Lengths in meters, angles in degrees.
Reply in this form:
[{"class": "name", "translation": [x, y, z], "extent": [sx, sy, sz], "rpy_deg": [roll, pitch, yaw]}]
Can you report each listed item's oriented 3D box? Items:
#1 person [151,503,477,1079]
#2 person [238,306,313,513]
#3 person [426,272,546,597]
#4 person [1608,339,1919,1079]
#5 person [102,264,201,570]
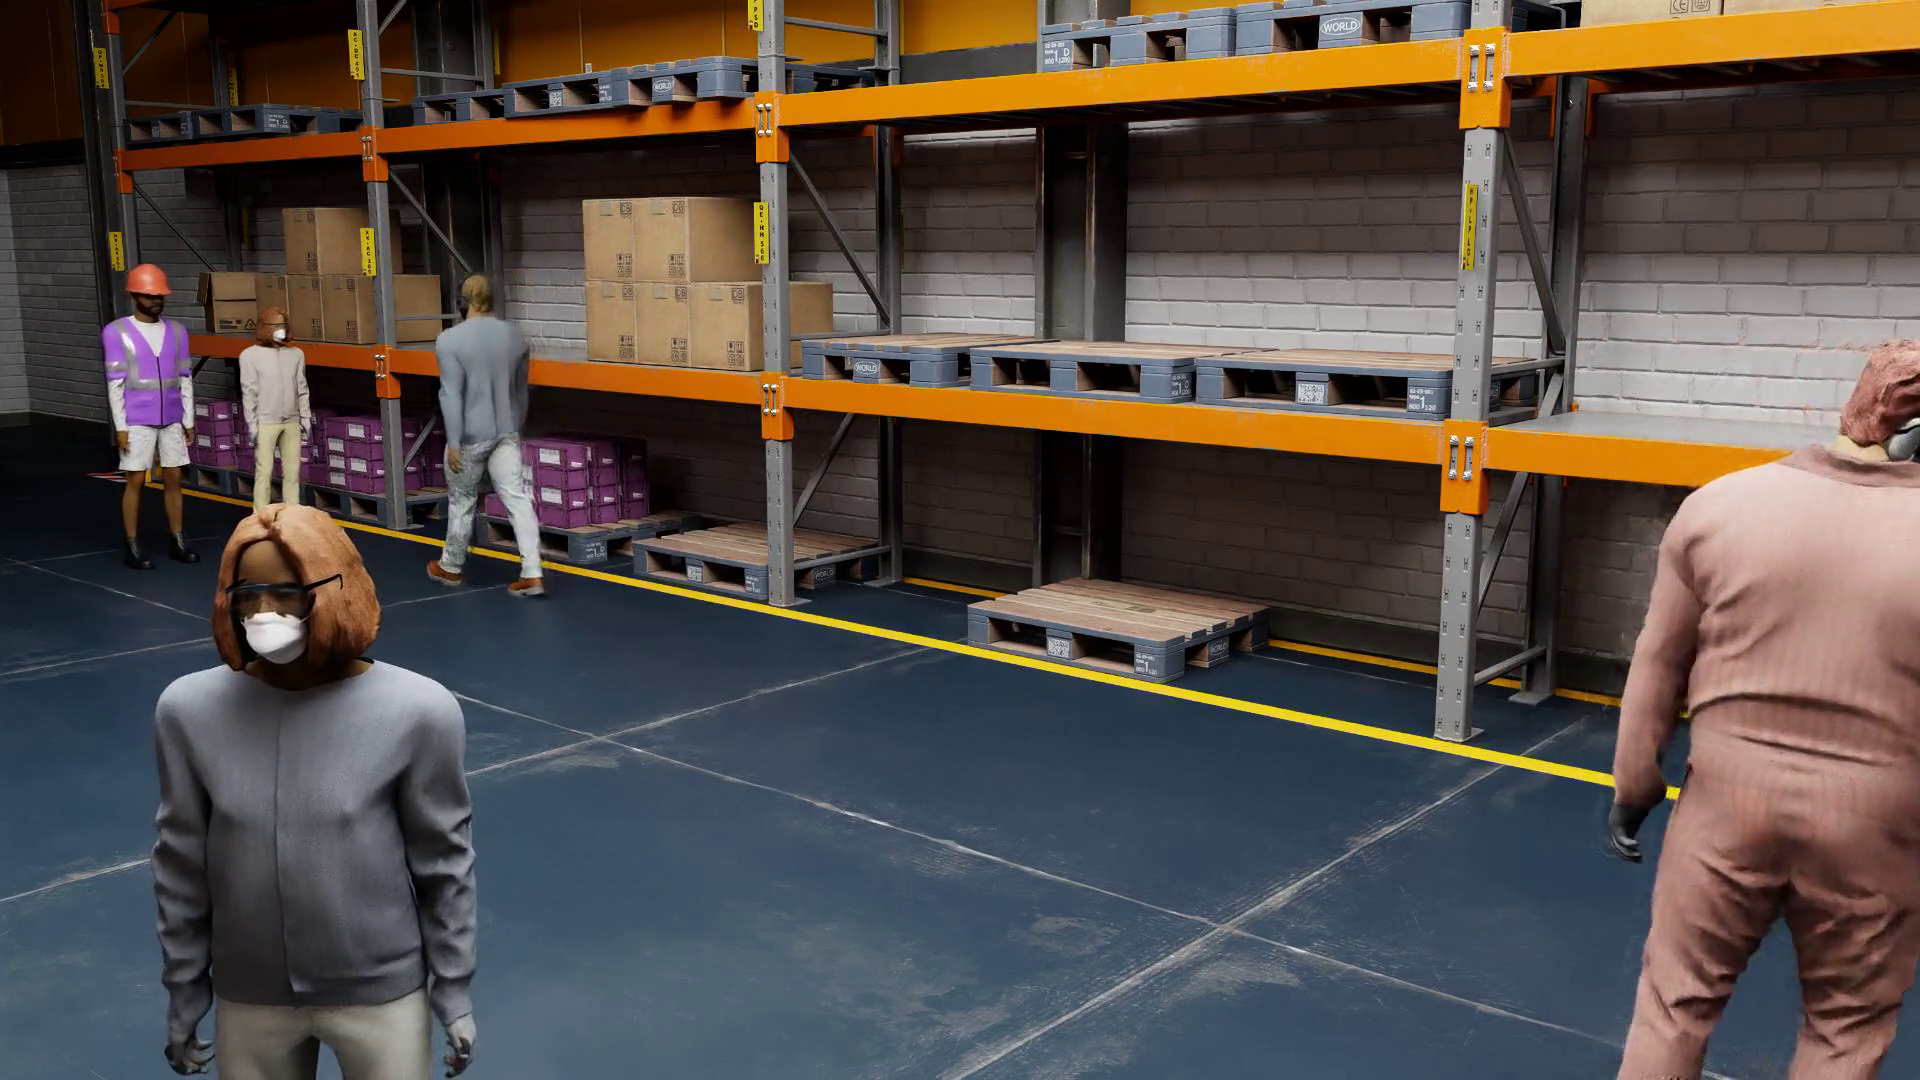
[{"class": "person", "translation": [-1.034, 0.745, 2.695], "extent": [0.498, 1.634, 0.284], "rpy_deg": [0, 10, -3]}, {"class": "person", "translation": [-4.717, -0.795, 11.493], "extent": [0.281, 1.626, 0.495], "rpy_deg": [7, 12, 33]}, {"class": "person", "translation": [-2.779, -0.613, 9.731], "extent": [1.045, 1.884, 0.653], "rpy_deg": [8, 13, 39]}, {"class": "person", "translation": [1.579, 0.533, 3.288], "extent": [0.859, 1.861, 0.395], "rpy_deg": [7, 12, 34]}, {"class": "person", "translation": [-5.087, -0.771, 10.522], "extent": [0.416, 1.926, 0.547], "rpy_deg": [8, 13, 38]}]
